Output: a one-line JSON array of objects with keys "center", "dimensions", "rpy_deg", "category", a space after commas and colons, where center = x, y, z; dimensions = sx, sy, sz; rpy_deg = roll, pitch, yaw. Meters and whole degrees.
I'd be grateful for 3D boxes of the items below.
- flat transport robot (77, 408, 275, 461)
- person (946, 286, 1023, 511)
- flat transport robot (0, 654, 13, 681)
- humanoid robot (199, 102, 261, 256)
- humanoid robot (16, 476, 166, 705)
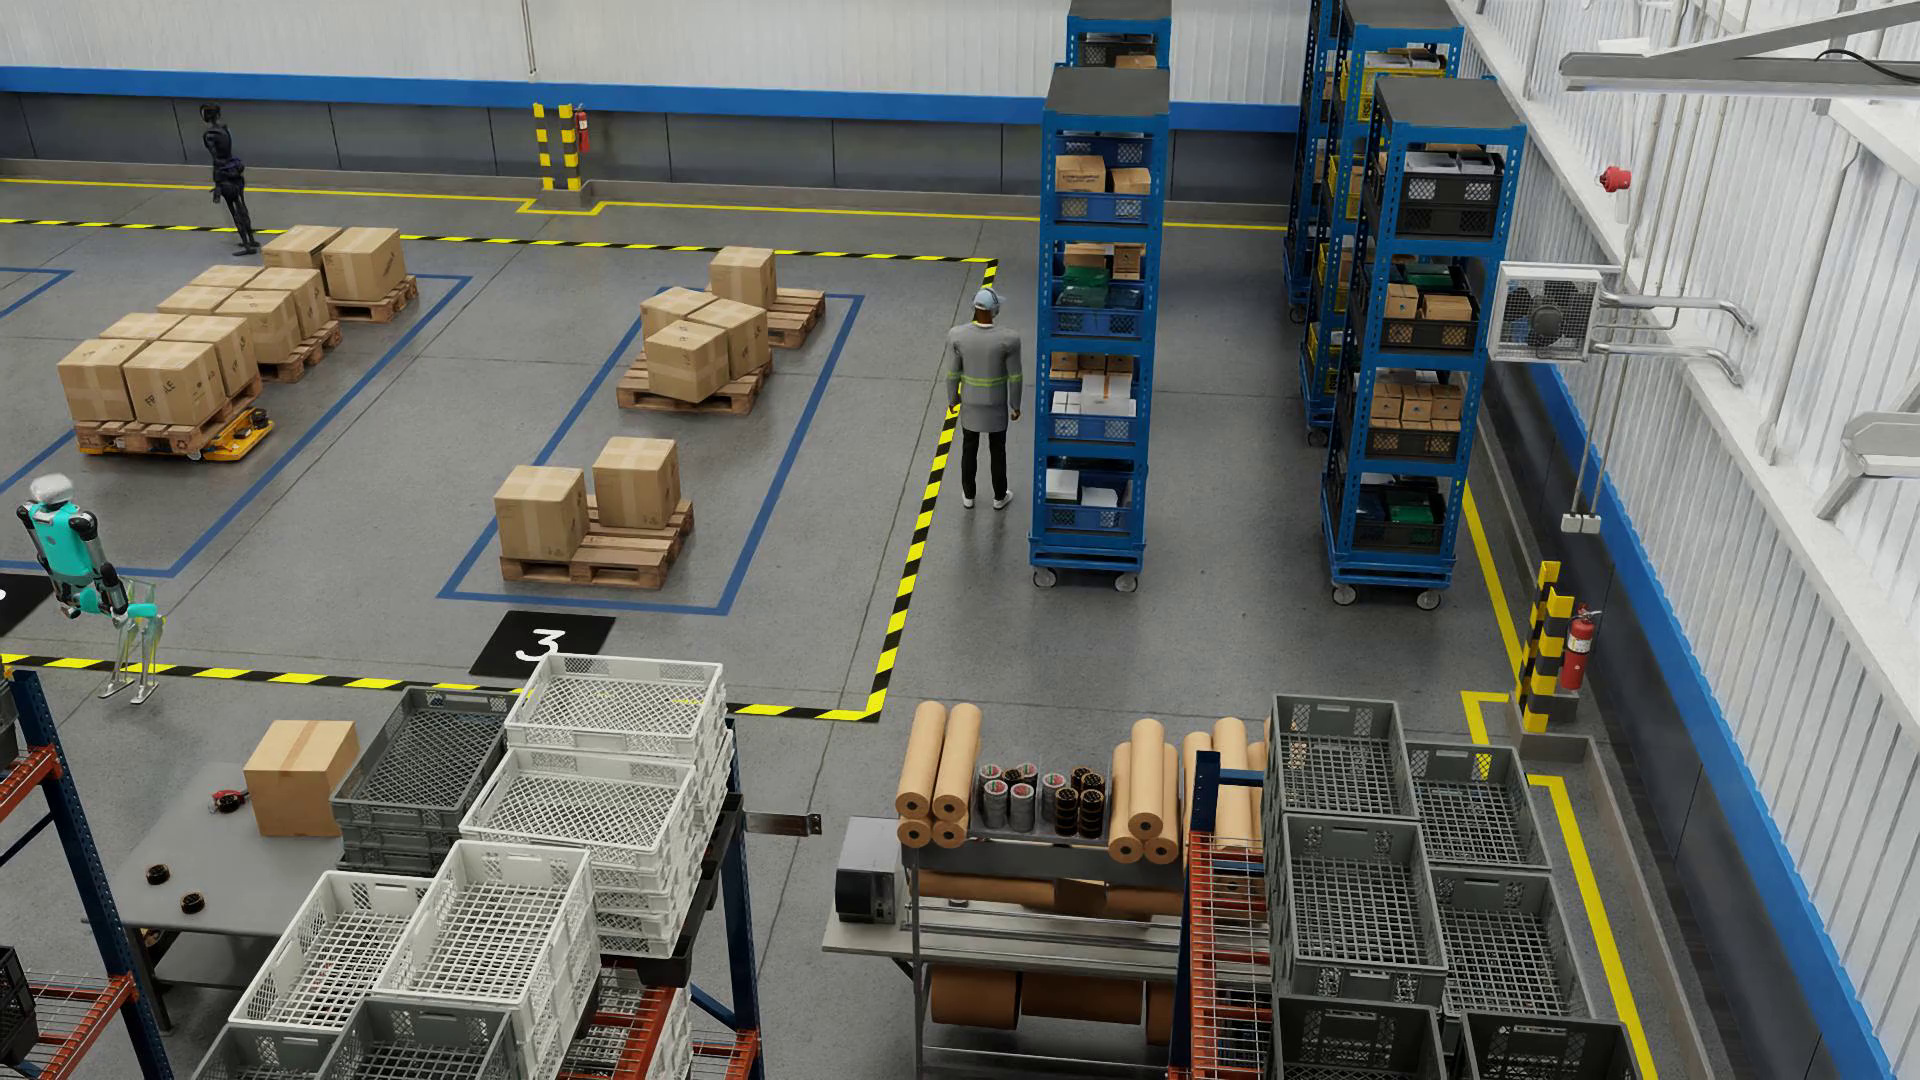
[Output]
[{"center": [-6.728, -0.944, 14.268], "dimensions": [1.431, 0.197, 0.652], "rpy_deg": [3, 30, 6], "category": "flat transport robot"}, {"center": [0.197, -1.111, 13.008], "dimensions": [0.596, 1.850, 0.397], "rpy_deg": [5, 31, 8], "category": "person"}, {"center": [-7.142, 0.969, 11.010], "dimensions": [1.431, 0.231, 0.659], "rpy_deg": [3, 30, 6], "category": "flat transport robot"}, {"center": [-7.919, -3.909, 17.973], "dimensions": [0.315, 1.657, 0.599], "rpy_deg": [-2, 30, -4], "category": "humanoid robot"}, {"center": [-5.439, 0.252, 10.646], "dimensions": [0.533, 1.677, 0.735], "rpy_deg": [9, 31, 16], "category": "humanoid robot"}]
